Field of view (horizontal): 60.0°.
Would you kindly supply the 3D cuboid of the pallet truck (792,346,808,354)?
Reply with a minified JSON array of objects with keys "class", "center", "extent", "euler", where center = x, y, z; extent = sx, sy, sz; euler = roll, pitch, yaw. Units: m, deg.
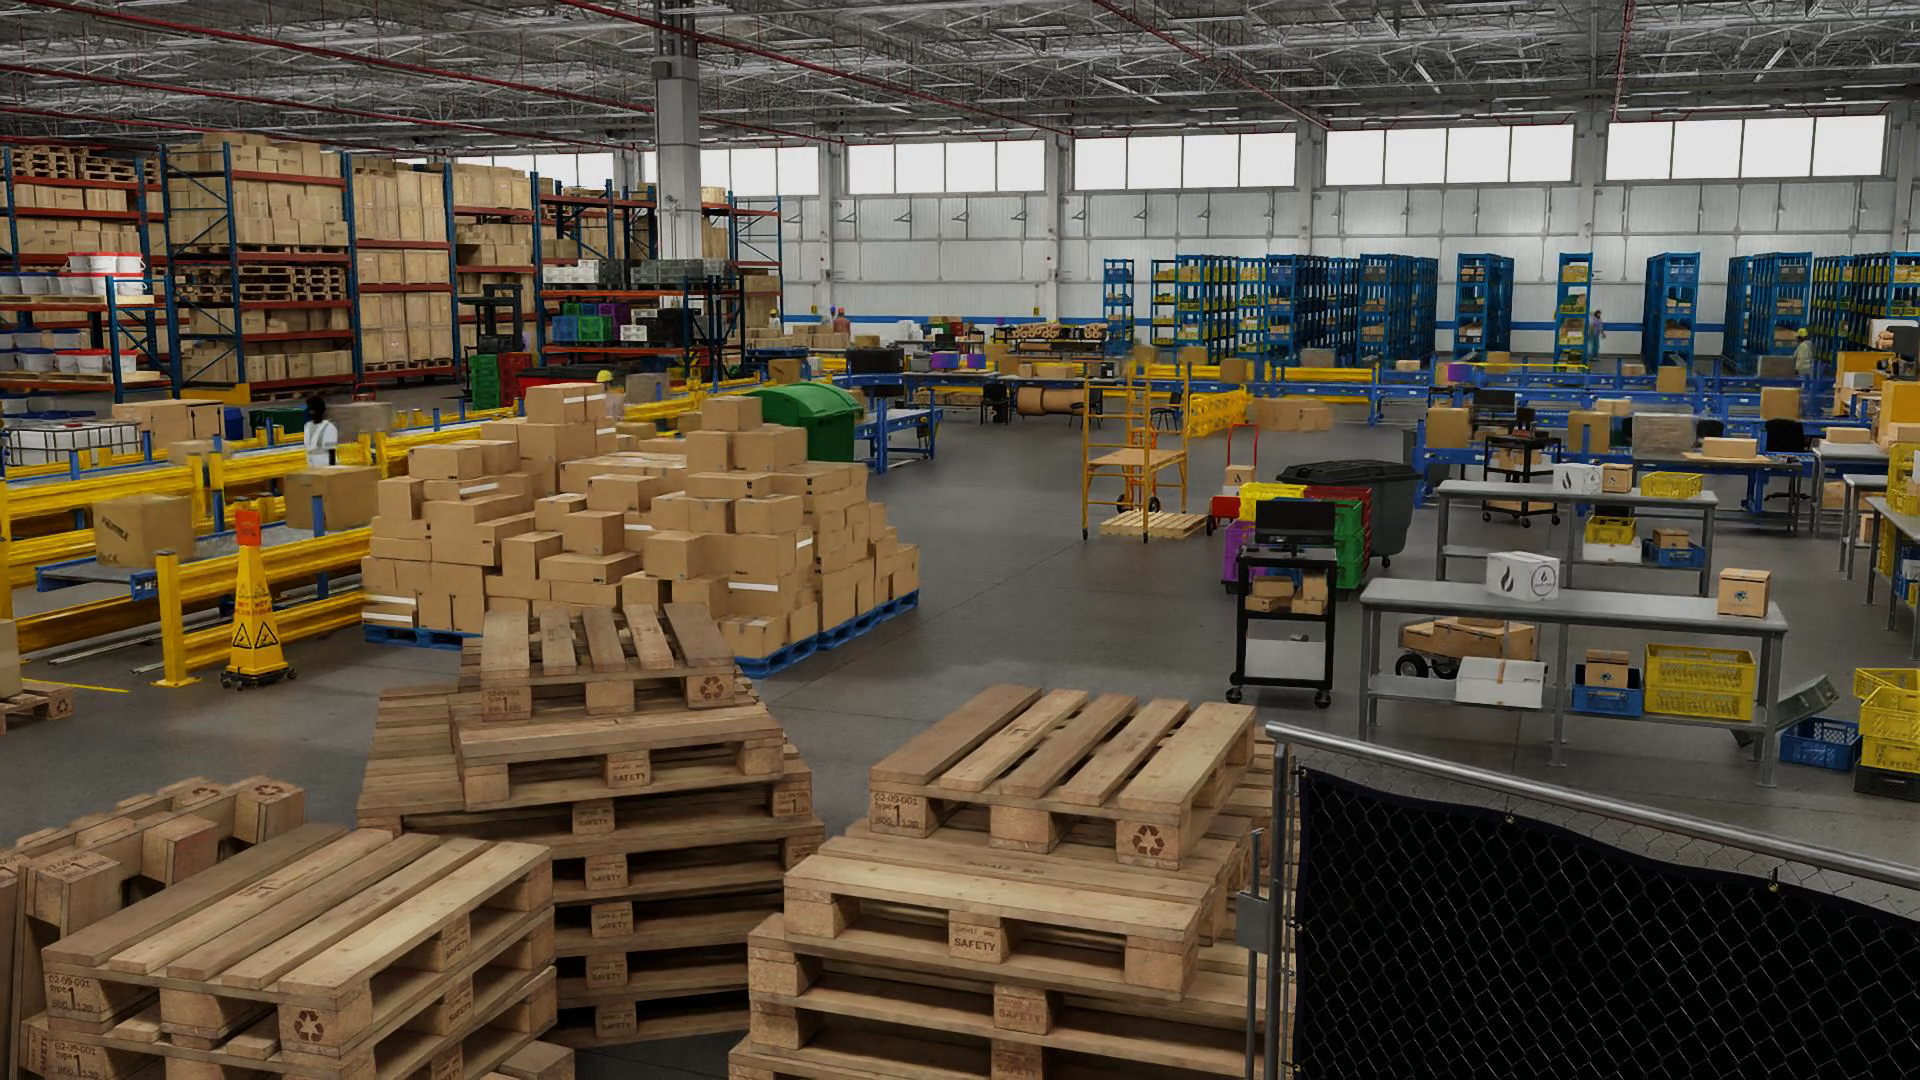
[{"class":"pallet truck","center":[-3.705,-4.298,42.022],"extent":[0.653,1.274,1.630],"euler":[3,10,20]}]

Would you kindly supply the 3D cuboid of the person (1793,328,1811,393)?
[{"class":"person","center":[19.864,-4.111,39.344],"extent":[0.919,1.783,0.612],"euler":[5,10,26]}]

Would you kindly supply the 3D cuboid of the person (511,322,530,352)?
[{"class":"person","center":[-11.145,-4.529,41.621],"extent":[0.660,1.889,0.993],"euler":[6,11,34]}]

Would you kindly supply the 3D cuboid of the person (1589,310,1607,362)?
[{"class":"person","center":[22.333,-7.134,58.221],"extent":[0.632,1.817,0.589],"euler":[-9,12,-43]}]

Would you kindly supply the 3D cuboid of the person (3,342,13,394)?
[{"class":"person","center":[-20.695,-3.621,35.914],"extent":[0.436,1.888,0.666],"euler":[5,10,30]}]

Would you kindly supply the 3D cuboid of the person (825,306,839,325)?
[{"class":"person","center":[-4.540,-7.456,59.940],"extent":[0.605,1.916,0.750],"euler":[-7,11,-38]}]

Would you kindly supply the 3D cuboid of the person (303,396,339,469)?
[{"class":"person","center":[-7.351,-0.855,19.304],"extent":[0.531,1.662,0.858],"euler":[5,10,26]}]

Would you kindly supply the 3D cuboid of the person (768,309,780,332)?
[{"class":"person","center":[-6.983,-7.776,62.407],"extent":[0.522,1.768,0.312],"euler":[6,11,33]}]

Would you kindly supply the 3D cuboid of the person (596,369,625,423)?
[{"class":"person","center":[-4.849,-1.517,23.189],"extent":[0.528,1.743,0.723],"euler":[4,10,26]}]

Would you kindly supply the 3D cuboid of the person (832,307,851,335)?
[{"class":"person","center":[-3.929,-6.722,55.110],"extent":[0.614,1.980,0.447],"euler":[-1,9,-9]}]

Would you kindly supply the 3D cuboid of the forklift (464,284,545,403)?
[{"class":"forklift","center":[-10.832,-4.702,39.610],"extent":[1.129,2.768,1.873],"euler":[3,10,20]}]

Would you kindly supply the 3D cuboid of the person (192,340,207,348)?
[{"class":"person","center":[-23.919,-6.221,52.591],"extent":[0.590,1.792,0.931],"euler":[4,10,23]}]

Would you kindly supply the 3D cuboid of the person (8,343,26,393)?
[{"class":"person","center":[-19.981,-3.363,35.171],"extent":[0.500,1.616,0.506],"euler":[3,10,20]}]

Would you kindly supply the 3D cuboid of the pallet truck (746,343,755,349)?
[{"class":"pallet truck","center":[-6.183,-4.618,44.264],"extent":[1.601,1.201,0.680],"euler":[-9,12,-43]}]
